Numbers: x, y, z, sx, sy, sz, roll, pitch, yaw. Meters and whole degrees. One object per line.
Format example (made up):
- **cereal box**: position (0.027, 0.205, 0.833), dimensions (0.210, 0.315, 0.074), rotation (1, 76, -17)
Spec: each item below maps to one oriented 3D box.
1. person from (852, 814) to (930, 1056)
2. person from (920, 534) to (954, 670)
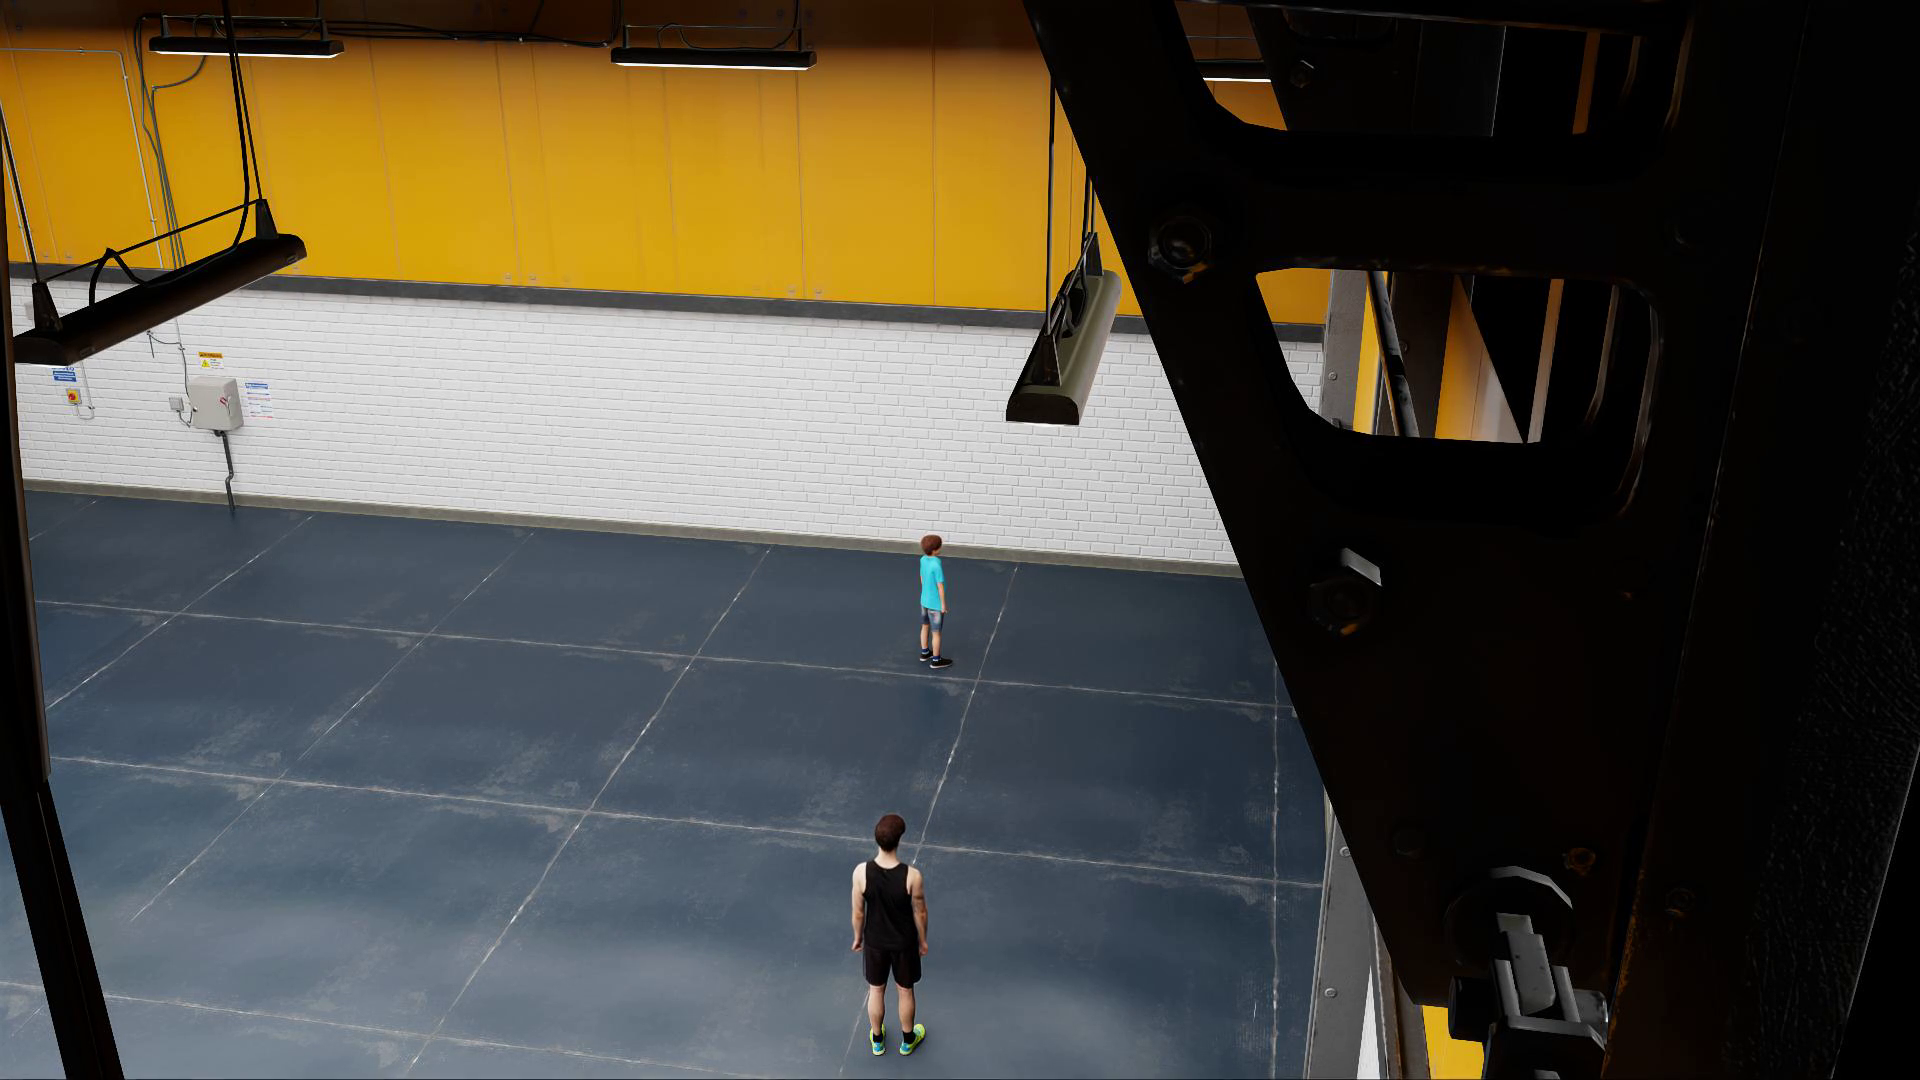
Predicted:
- **person**: position (-0.488, 2.758, 11.554), dimensions (0.700, 1.890, 0.570), rotation (2, 24, 5)
- **person**: position (-0.285, 0.604, 17.031), dimensions (0.653, 1.449, 0.589), rotation (-15, 28, -31)
